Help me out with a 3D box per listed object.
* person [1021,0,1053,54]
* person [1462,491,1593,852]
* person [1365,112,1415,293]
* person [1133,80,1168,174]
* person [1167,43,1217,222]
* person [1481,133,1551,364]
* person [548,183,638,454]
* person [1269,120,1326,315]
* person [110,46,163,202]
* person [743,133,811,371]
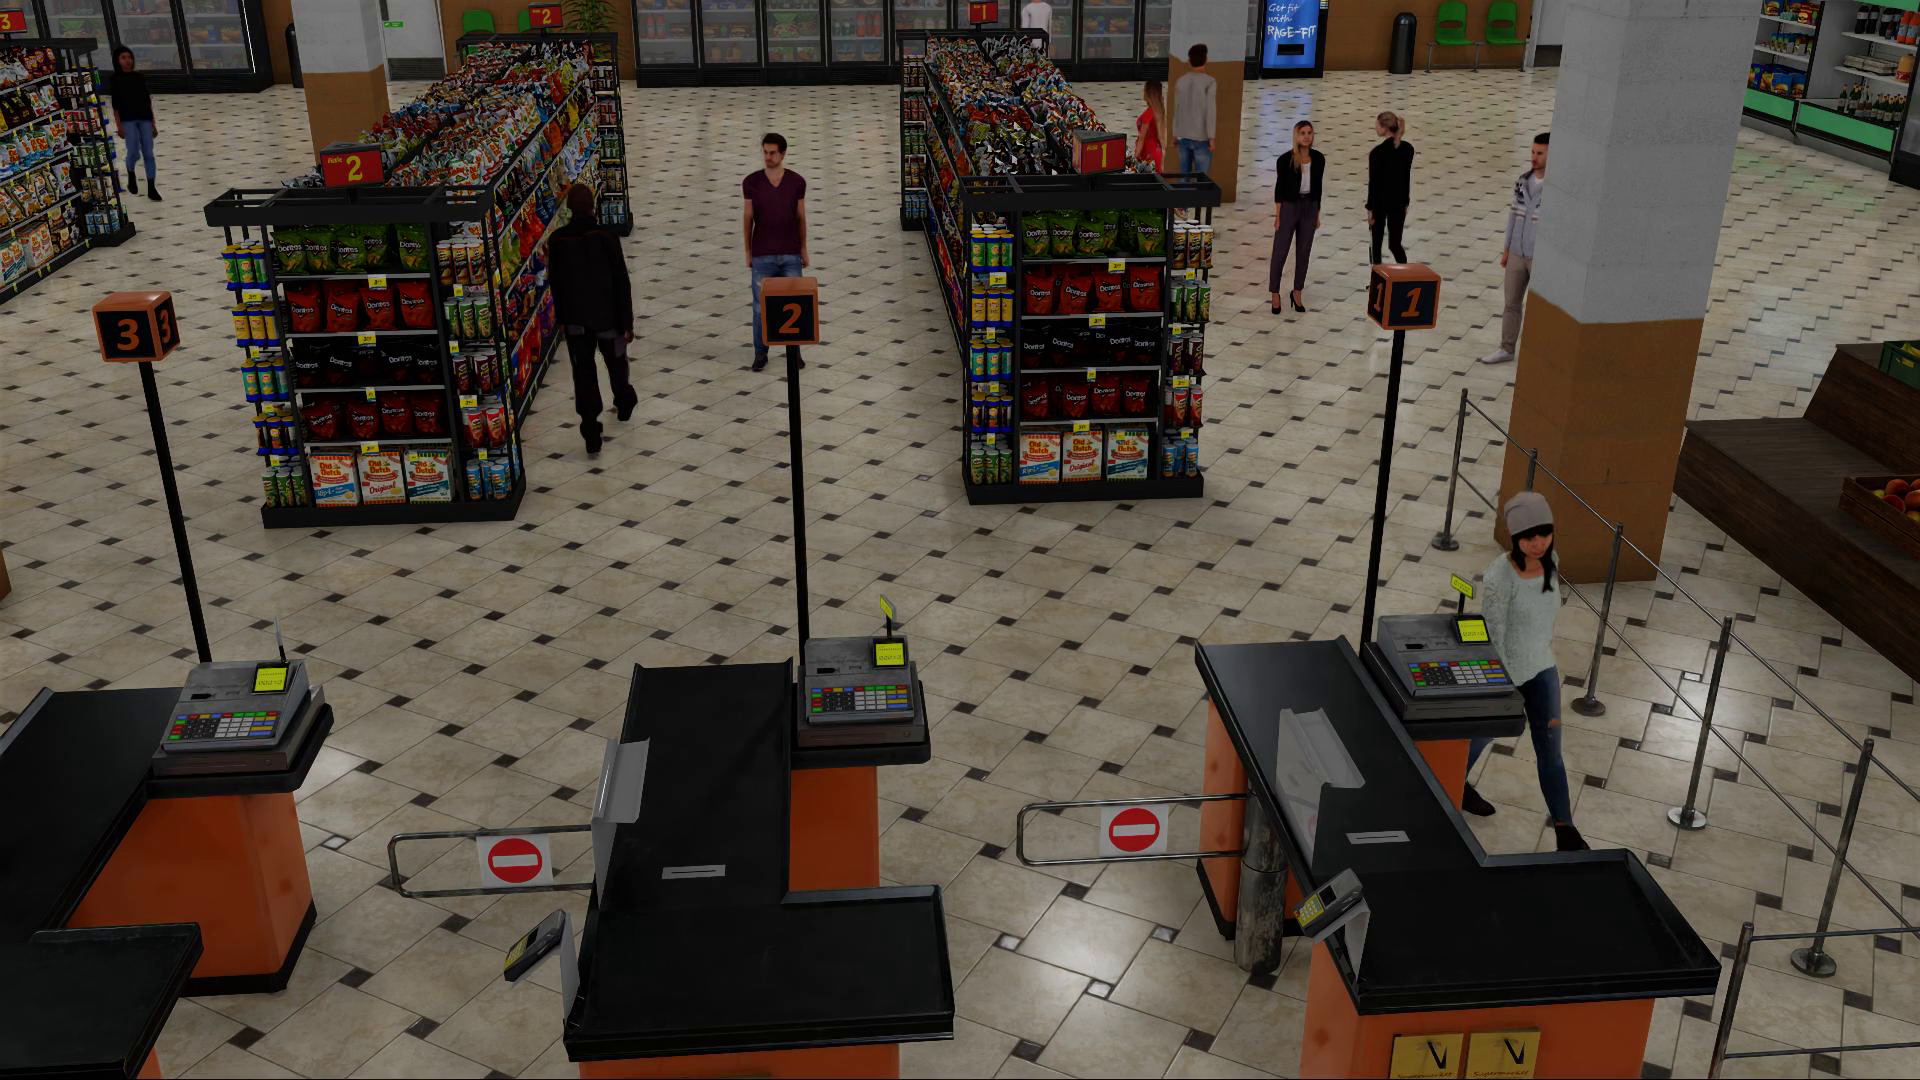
[{"bbox_3d":[1.132,-7.283,24.495,0.744,1.840,0.720,-13,27,-27],"label":"person"},{"bbox_3d":[2.234,0.532,6.939,0.919,1.597,1.150,-15,28,-31],"label":"person"},{"bbox_3d":[3.807,-2.877,14.642,0.702,1.666,1.067,-4,24,-10],"label":"person"},{"bbox_3d":[2.038,-3.906,17.108,0.756,1.575,0.721,7,25,15],"label":"person"},{"bbox_3d":[2.431,-4.191,17.389,0.970,1.872,0.910,-20,30,-38],"label":"person"},{"bbox_3d":[4.481,-2.243,12.954,0.825,1.859,0.700,-17,29,-34],"label":"person"},{"bbox_3d":[-2.505,-1.467,11.262,0.724,1.793,1.143,-1,24,-3],"label":"person"},{"bbox_3d":[2.928,-2.811,14.486,0.606,1.672,0.546,-4,24,-9],"label":"person"},{"bbox_3d":[-9.314,-4.688,18.758,0.755,1.685,0.832,-20,31,-38],"label":"person"},{"bbox_3d":[-1.439,-2.263,13.010,0.659,1.850,0.559,-3,24,-8],"label":"person"}]
